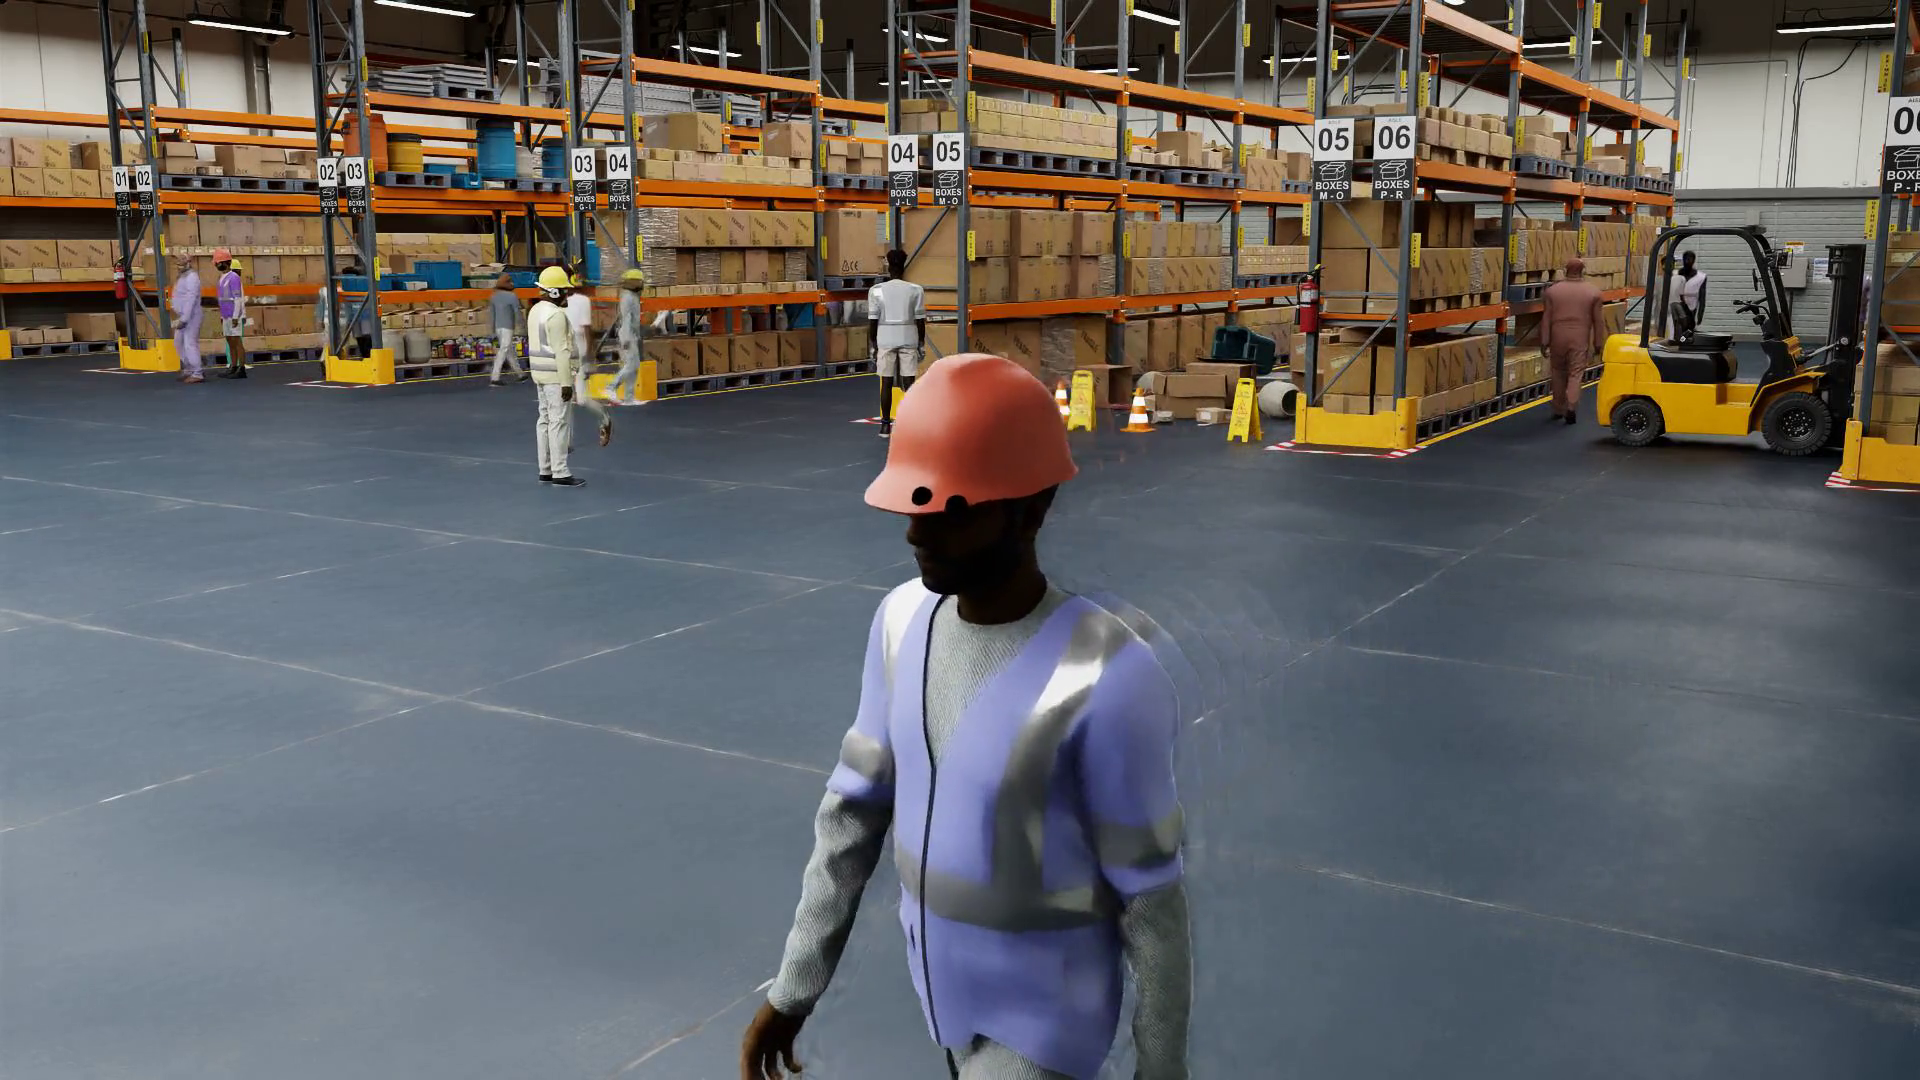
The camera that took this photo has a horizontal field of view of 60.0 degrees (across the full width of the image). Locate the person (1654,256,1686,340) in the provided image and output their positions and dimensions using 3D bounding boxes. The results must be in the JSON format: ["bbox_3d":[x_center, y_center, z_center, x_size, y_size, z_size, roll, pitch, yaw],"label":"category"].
[{"bbox_3d":[10.478,-3.305,24.749,0.569,1.837,0.819,5,11,28],"label":"person"}]

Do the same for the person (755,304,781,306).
[{"bbox_3d":[-4.087,-5.155,35.269,0.639,1.813,0.833,6,12,30],"label":"person"}]

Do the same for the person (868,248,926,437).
[{"bbox_3d":[-0.654,-2.046,17.361,0.606,1.966,0.367,-1,10,-3],"label":"person"}]

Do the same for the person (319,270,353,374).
[{"bbox_3d":[-9.602,-3.333,25.544,0.524,1.619,0.649,0,10,2],"label":"person"}]

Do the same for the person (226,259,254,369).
[{"bbox_3d":[-11.667,-3.632,26.806,0.533,1.767,0.326,7,13,36],"label":"person"}]

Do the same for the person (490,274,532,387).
[{"bbox_3d":[-6.411,-2.990,23.707,0.498,1.588,0.863,7,13,36],"label":"person"}]

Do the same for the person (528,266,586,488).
[{"bbox_3d":[-3.357,-1.349,13.826,0.404,1.830,0.600,-7,12,-34],"label":"person"}]

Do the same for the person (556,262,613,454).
[{"bbox_3d":[-3.676,-1.742,15.989,0.506,1.857,0.745,5,11,26],"label":"person"}]

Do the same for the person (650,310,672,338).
[{"bbox_3d":[-6.409,-5.227,35.478,0.578,1.865,0.685,6,12,28],"label":"person"}]

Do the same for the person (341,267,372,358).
[{"bbox_3d":[-9.302,-3.387,25.718,0.565,1.656,0.554,-1,10,-4],"label":"person"}]

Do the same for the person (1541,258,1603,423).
[{"bbox_3d":[6.942,-2.267,18.895,0.657,1.870,0.949,4,11,22],"label":"person"}]

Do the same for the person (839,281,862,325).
[{"bbox_3d":[-2.135,-4.255,29.863,0.662,1.913,0.770,3,11,15],"label":"person"}]

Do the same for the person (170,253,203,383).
[{"bbox_3d":[-11.246,-3.214,24.151,0.428,1.885,0.665,-8,13,-39],"label":"person"}]

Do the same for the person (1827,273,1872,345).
[{"bbox_3d":[12.770,-3.179,23.856,0.582,1.918,0.405,5,11,28],"label":"person"}]

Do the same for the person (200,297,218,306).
[{"bbox_3d":[-13.218,-4.050,29.081,0.544,1.795,0.969,7,12,34],"label":"person"}]

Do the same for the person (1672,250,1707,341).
[{"bbox_3d":[11.440,-3.610,26.276,0.622,1.906,0.442,6,12,30],"label":"person"}]

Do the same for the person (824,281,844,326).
[{"bbox_3d":[-2.145,-3.982,27.993,0.395,2.038,0.614,-10,14,-43],"label":"person"}]

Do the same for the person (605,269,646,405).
[{"bbox_3d":[-4.146,-2.525,20.785,0.456,1.704,0.529,-1,10,-4],"label":"person"}]

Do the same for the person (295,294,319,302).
[{"bbox_3d":[-12.446,-4.515,31.790,0.546,1.752,0.471,4,11,19],"label":"person"}]

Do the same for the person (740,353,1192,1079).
[{"bbox_3d":[0.048,0.669,2.424,1.041,1.878,0.541,-7,12,-35],"label":"person"}]

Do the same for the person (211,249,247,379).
[{"bbox_3d":[-10.949,-3.373,24.895,0.374,1.928,0.542,-10,14,-43],"label":"person"}]

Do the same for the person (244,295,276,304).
[{"bbox_3d":[-13.483,-4.602,32.078,0.593,1.832,1.005,5,11,27],"label":"person"}]

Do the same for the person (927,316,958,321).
[{"bbox_3d":[-0.195,-3.016,22.602,0.606,2.037,0.405,5,11,25],"label":"person"}]
